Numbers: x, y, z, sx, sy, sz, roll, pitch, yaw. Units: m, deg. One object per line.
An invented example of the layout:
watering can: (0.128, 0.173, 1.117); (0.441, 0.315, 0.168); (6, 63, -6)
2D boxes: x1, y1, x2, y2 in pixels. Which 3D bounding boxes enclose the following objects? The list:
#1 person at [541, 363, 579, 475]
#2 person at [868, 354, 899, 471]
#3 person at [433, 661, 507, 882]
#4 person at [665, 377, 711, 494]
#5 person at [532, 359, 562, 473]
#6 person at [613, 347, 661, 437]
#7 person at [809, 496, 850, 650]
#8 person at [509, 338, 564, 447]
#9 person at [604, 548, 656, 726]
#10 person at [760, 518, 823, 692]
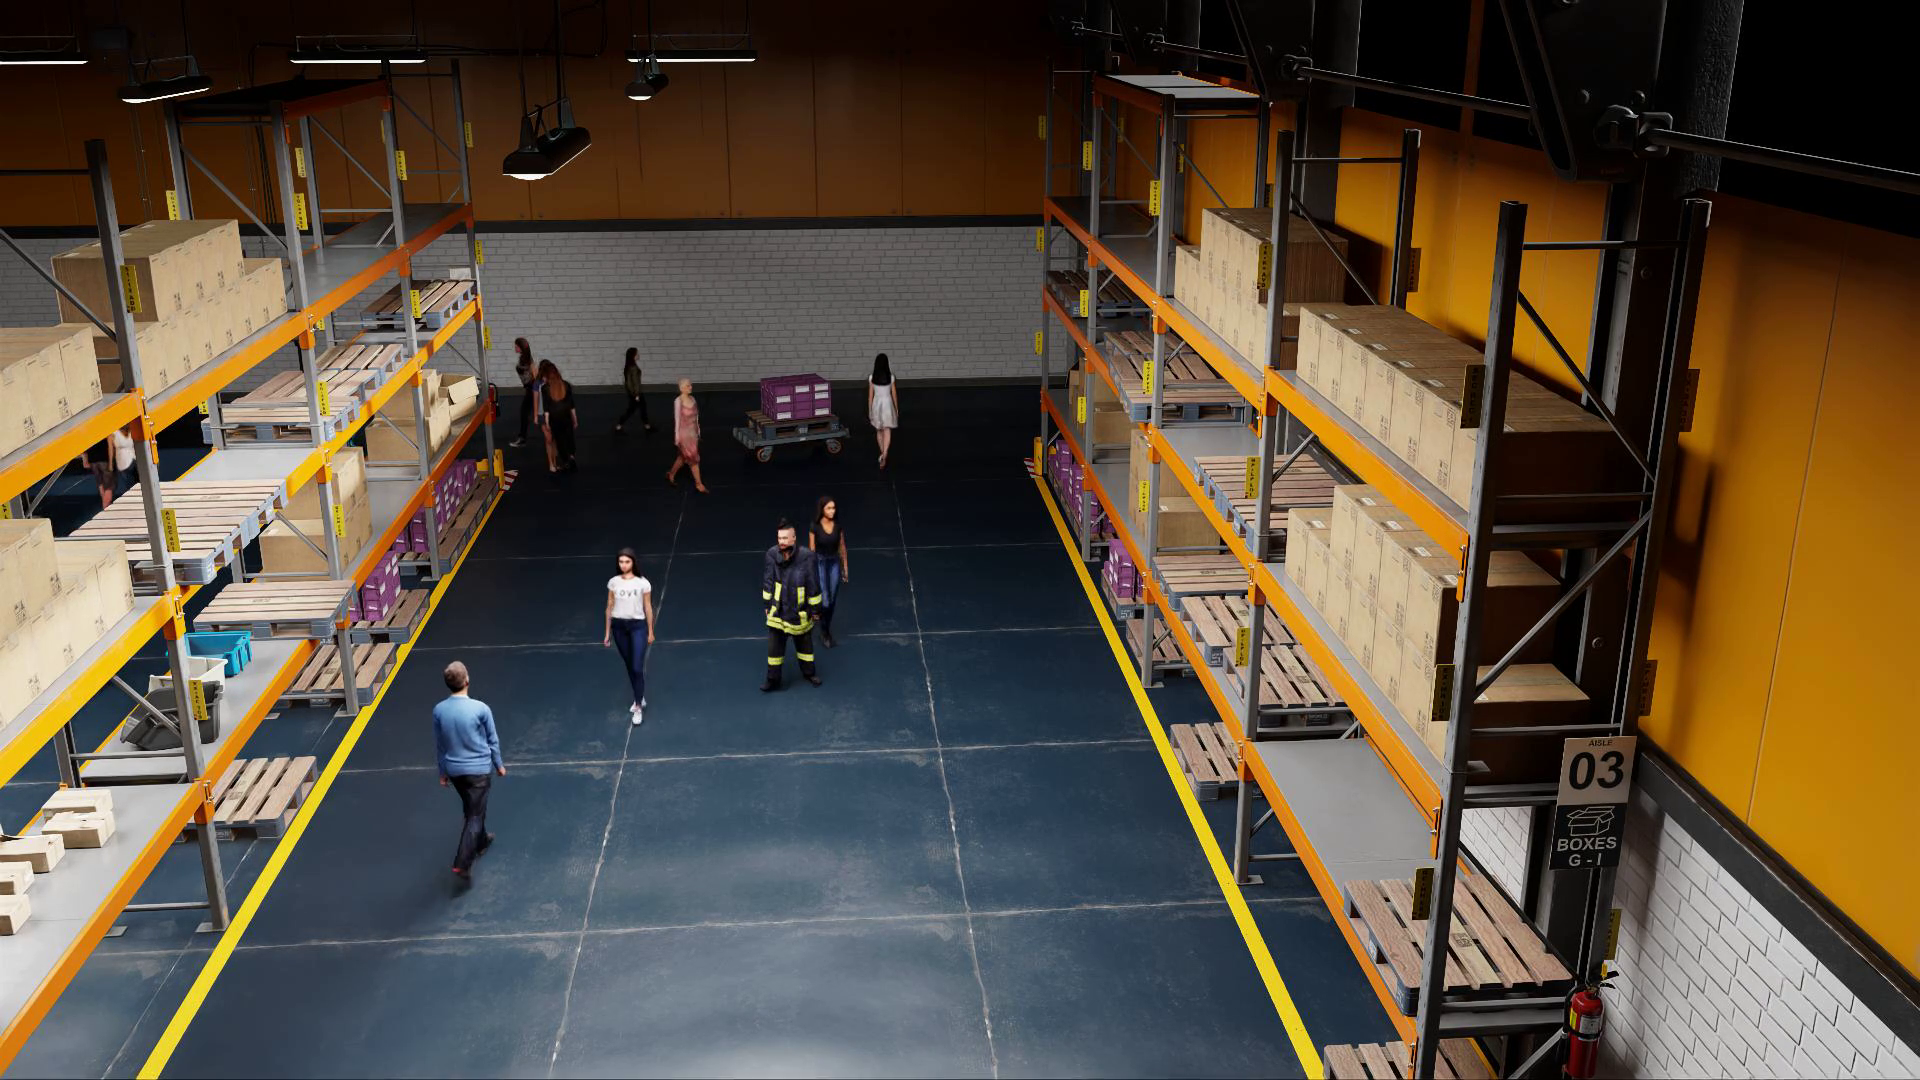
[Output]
person: (-5.885, -1.741, 24.477); (0.771, 1.678, 0.934); (-5, 19, -14)
person: (-1.147, -1.857, 24.723); (0.686, 1.741, 1.177); (1, 19, 2)
person: (-4.018, 1.892, 13.520); (0.853, 1.786, 1.204); (3, 19, 10)
person: (-3.967, -1.497, 23.784); (1.006, 1.659, 1.071); (9, 21, 26)
person: (-6.159, -1.873, 24.812); (0.769, 1.714, 0.781); (-13, 23, -35)
person: (-5.277, -2.340, 26.625); (0.802, 1.443, 0.991); (-7, 20, -20)
person: (-1.507, 0.322, 18.280); (0.700, 1.724, 0.744); (-10, 21, -28)
person: (-6.644, -2.336, 26.194); (1.089, 1.711, 1.284); (-9, 21, -26)
person: (-3.248, 0.893, 16.533); (0.725, 1.756, 0.860); (3, 19, 10)
person: (-1.716, 0.633, 17.176); (0.868, 1.839, 0.893); (0, 19, 1)
